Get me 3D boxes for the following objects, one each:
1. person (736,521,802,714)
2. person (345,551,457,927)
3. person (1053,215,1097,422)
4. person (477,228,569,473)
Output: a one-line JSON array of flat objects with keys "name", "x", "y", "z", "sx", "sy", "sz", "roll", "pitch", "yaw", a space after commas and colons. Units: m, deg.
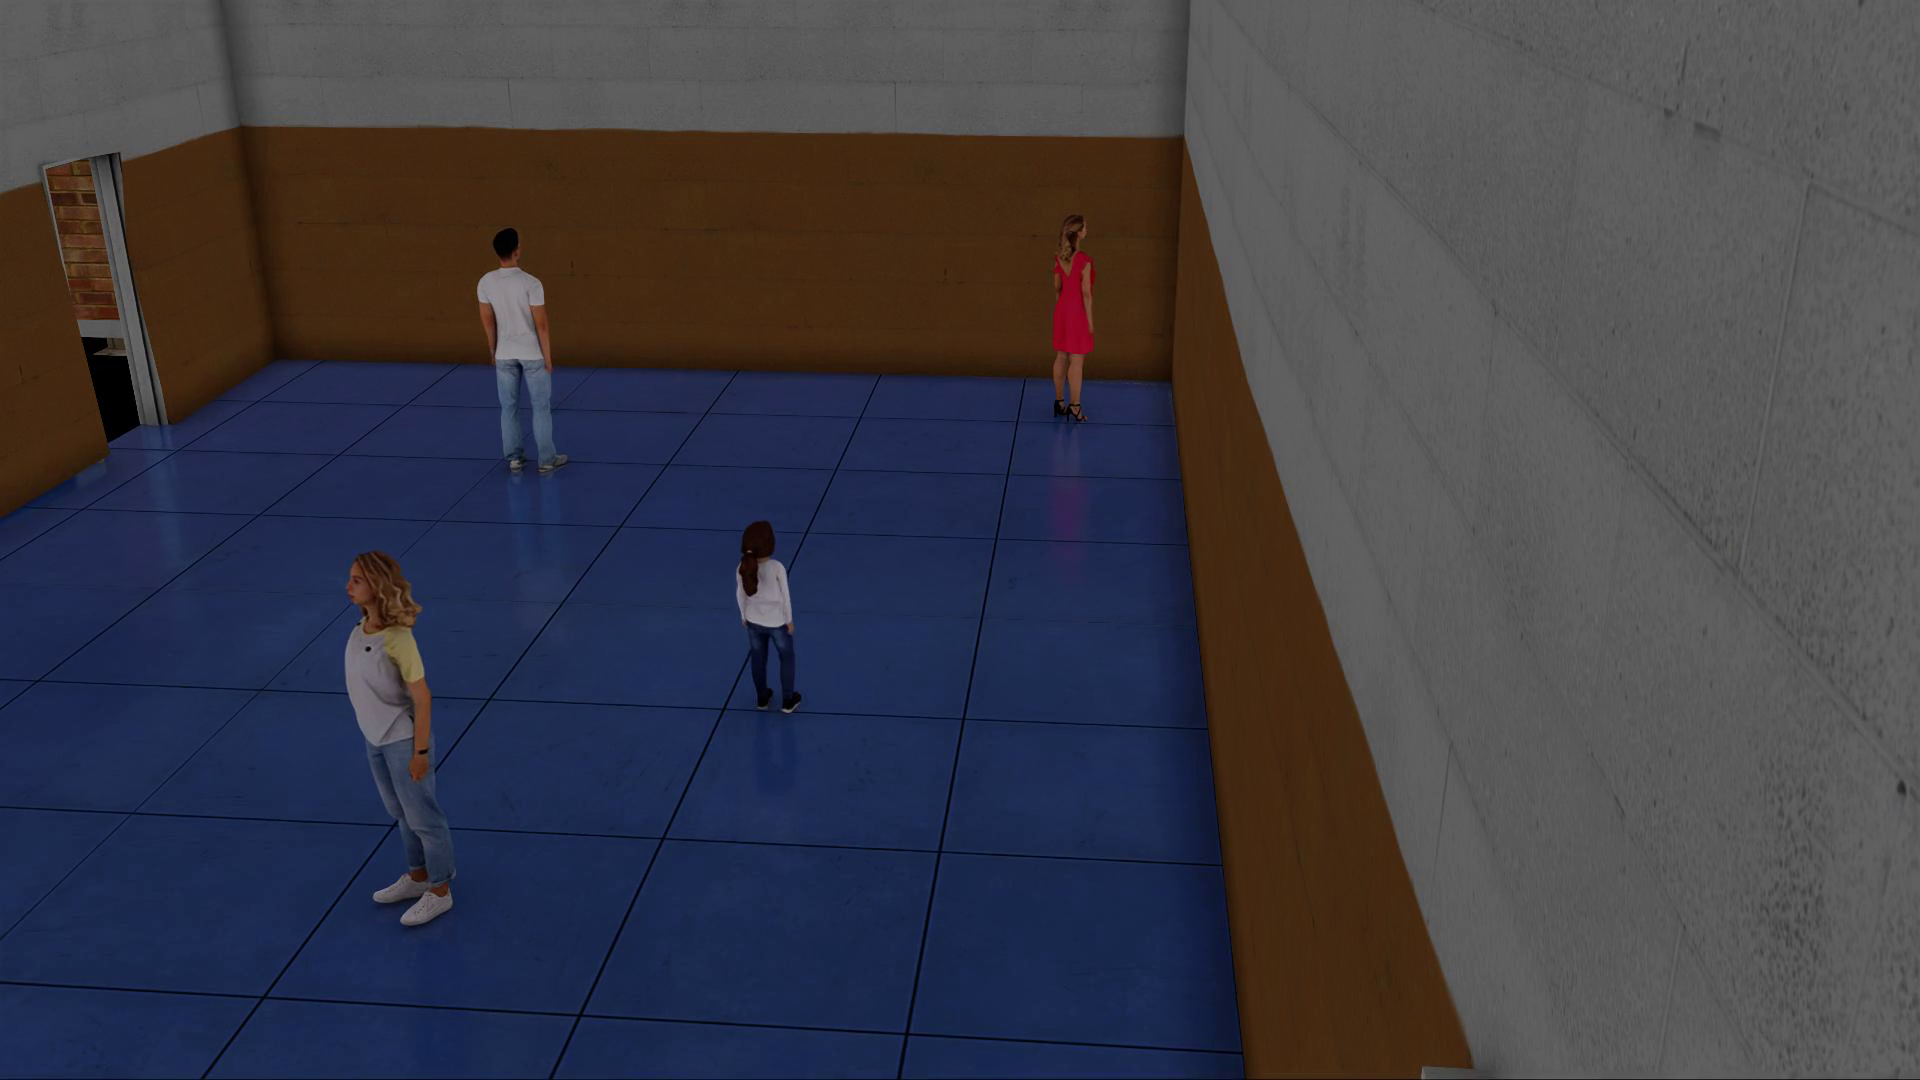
[{"name": "person", "x": -1.058, "y": 0.423, "z": 9.000, "sx": 0.485, "sy": 1.111, "sz": 0.564, "roll": 6, "pitch": 23, "yaw": 14}, {"name": "person", "x": -2.394, "y": 0.843, "z": 7.113, "sx": 0.757, "sy": 1.722, "sz": 0.687, "roll": -19, "pitch": 29, "yaw": -39}, {"name": "person", "x": 0.928, "y": -1.851, "z": 13.829, "sx": 0.718, "sy": 1.728, "sz": 0.668, "roll": -15, "pitch": 26, "yaw": -33}, {"name": "person", "x": -3.328, "y": -1.426, "z": 12.587, "sx": 0.518, "sy": 1.866, "sz": 0.745, "roll": 4, "pitch": 22, "yaw": 9}]
